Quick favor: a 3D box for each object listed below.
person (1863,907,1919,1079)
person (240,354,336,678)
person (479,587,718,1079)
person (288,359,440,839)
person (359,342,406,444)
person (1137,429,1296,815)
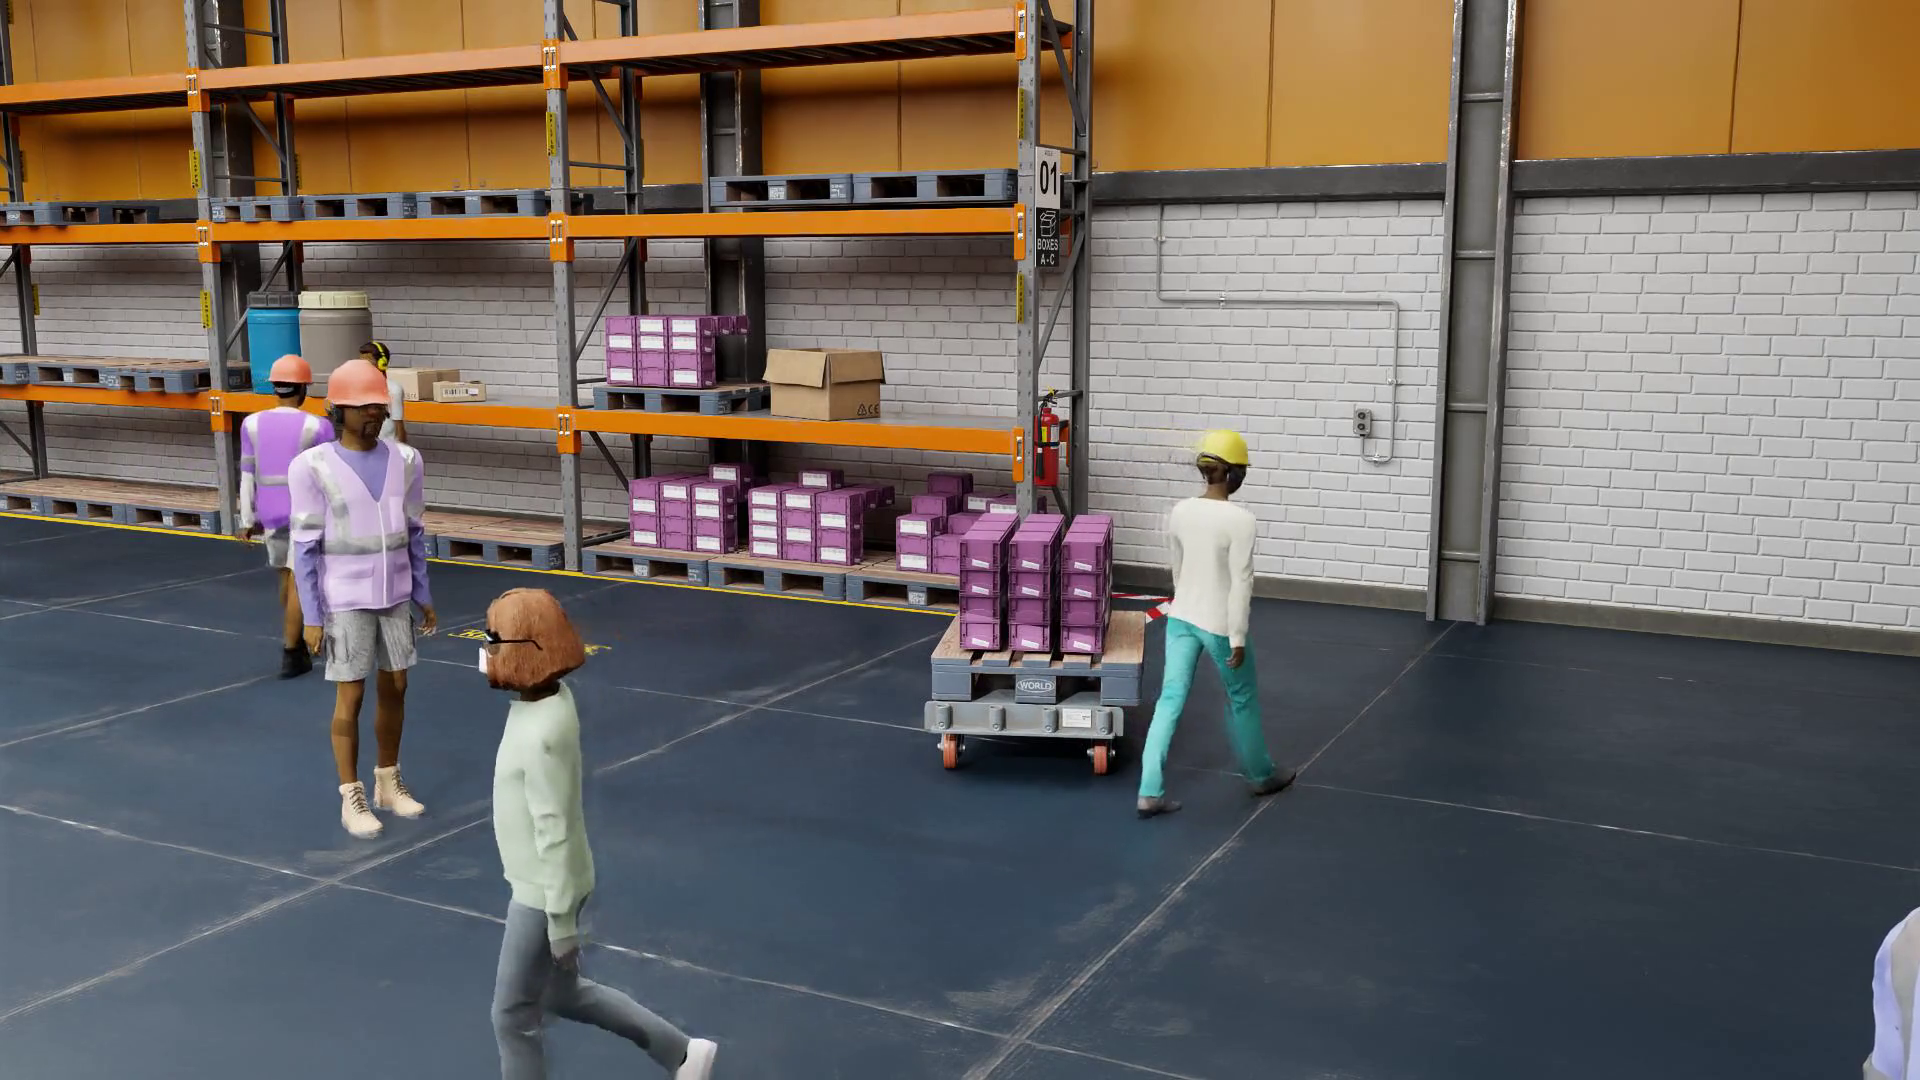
[{"bbox_3d":[1.408,1.108,2.133,0.371,1.935,0.551,-2,9,-10],"label":"person"},{"bbox_3d":[-3.978,-0.167,10.089,0.580,1.901,0.880,0,9,2],"label":"person"},{"bbox_3d":[-1.015,0.907,4.366,0.667,1.613,0.505,-2,9,-13],"label":"person"},{"bbox_3d":[-2.531,0.254,7.163,0.479,2.038,0.635,8,12,39],"label":"person"},{"bbox_3d":[-4.512,-0.622,13.061,0.542,1.861,0.328,9,13,43],"label":"person"},{"bbox_3d":[1.128,0.361,7.438,0.930,1.704,0.527,-8,12,-40],"label":"person"}]
